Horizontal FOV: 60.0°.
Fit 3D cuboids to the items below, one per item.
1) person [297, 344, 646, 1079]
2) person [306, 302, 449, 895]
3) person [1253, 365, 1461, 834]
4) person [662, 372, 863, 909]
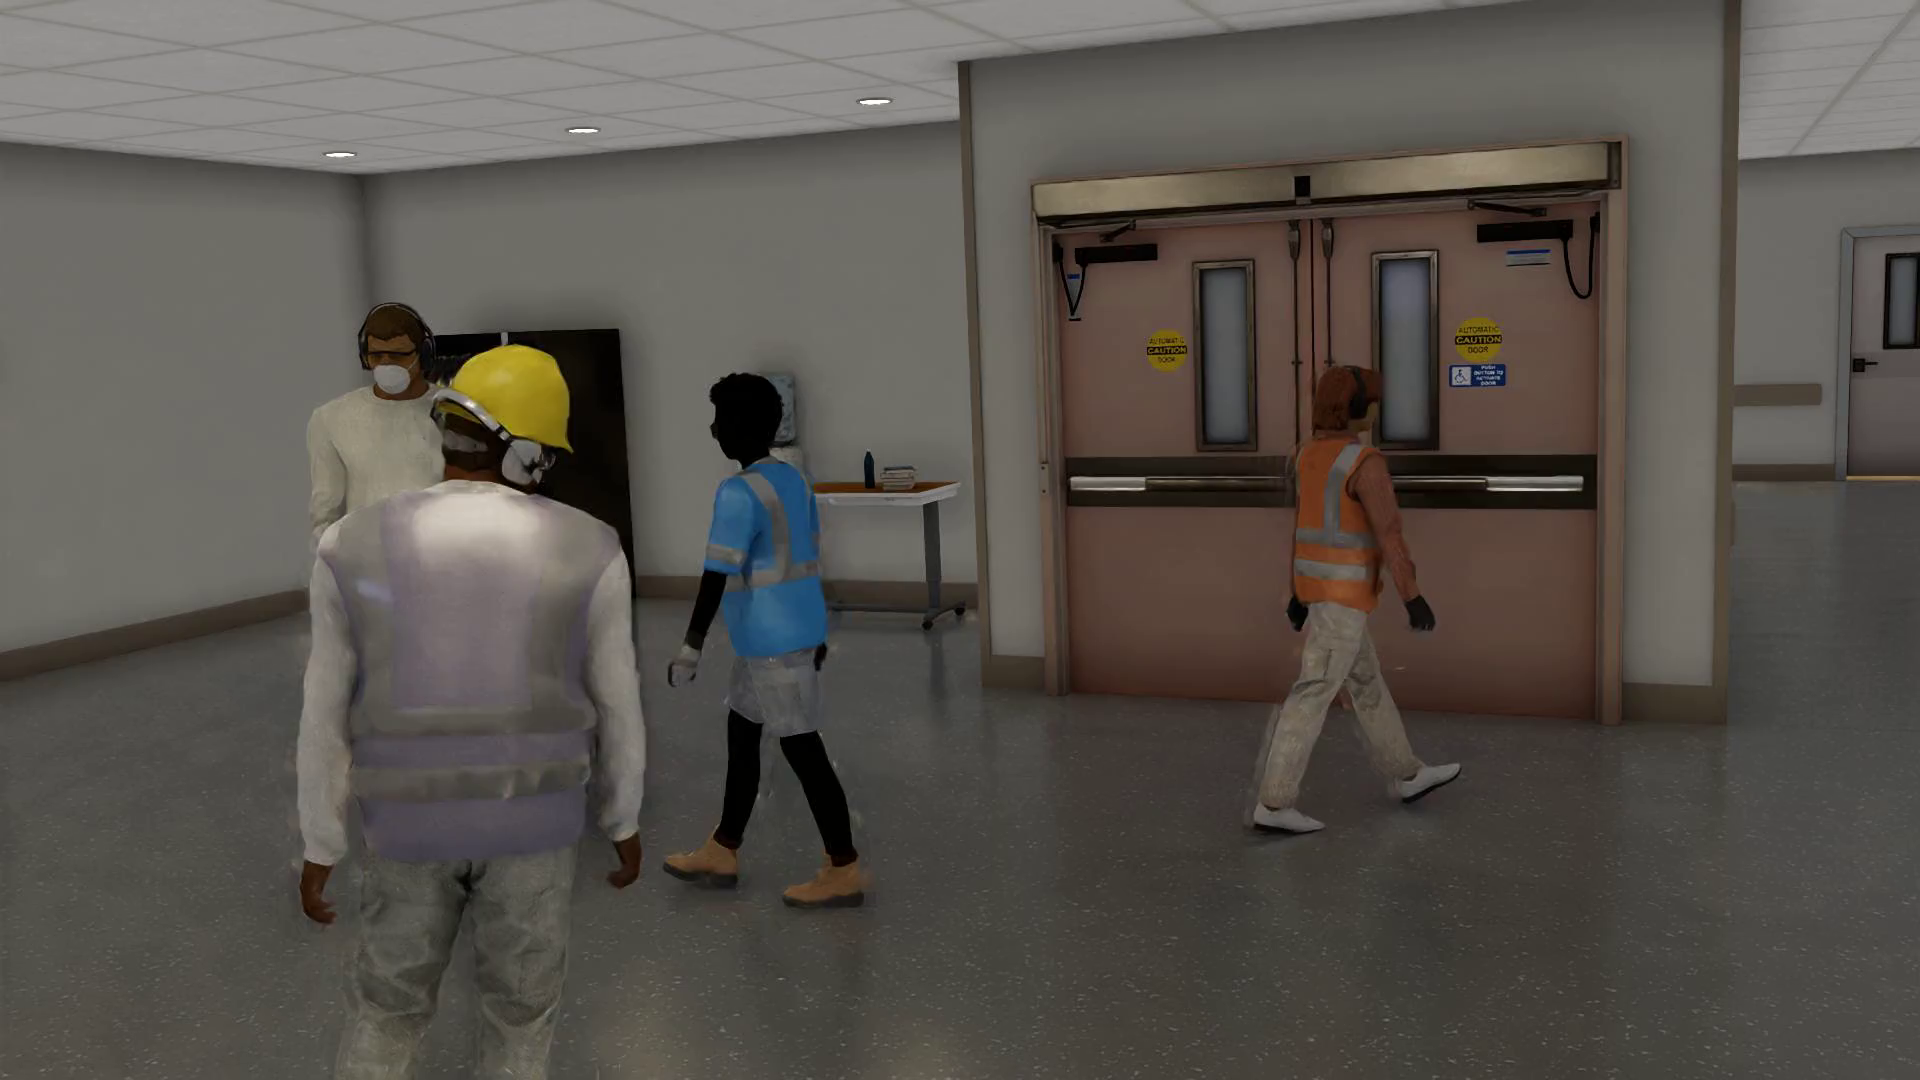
[{"bbox_3d":[-0.918,0.526,3.195,0.641,1.787,0.439,-4,8,-10],"label":"person"},{"bbox_3d":[-1.799,0.189,5.496,0.627,1.933,0.371,-4,8,-15],"label":"person"},{"bbox_3d":[1.357,0.203,5.726,0.875,1.591,0.529,-4,8,-11],"label":"person"},{"bbox_3d":[-0.681,0.321,5.168,0.794,1.659,0.550,-1,7,8],"label":"person"}]
